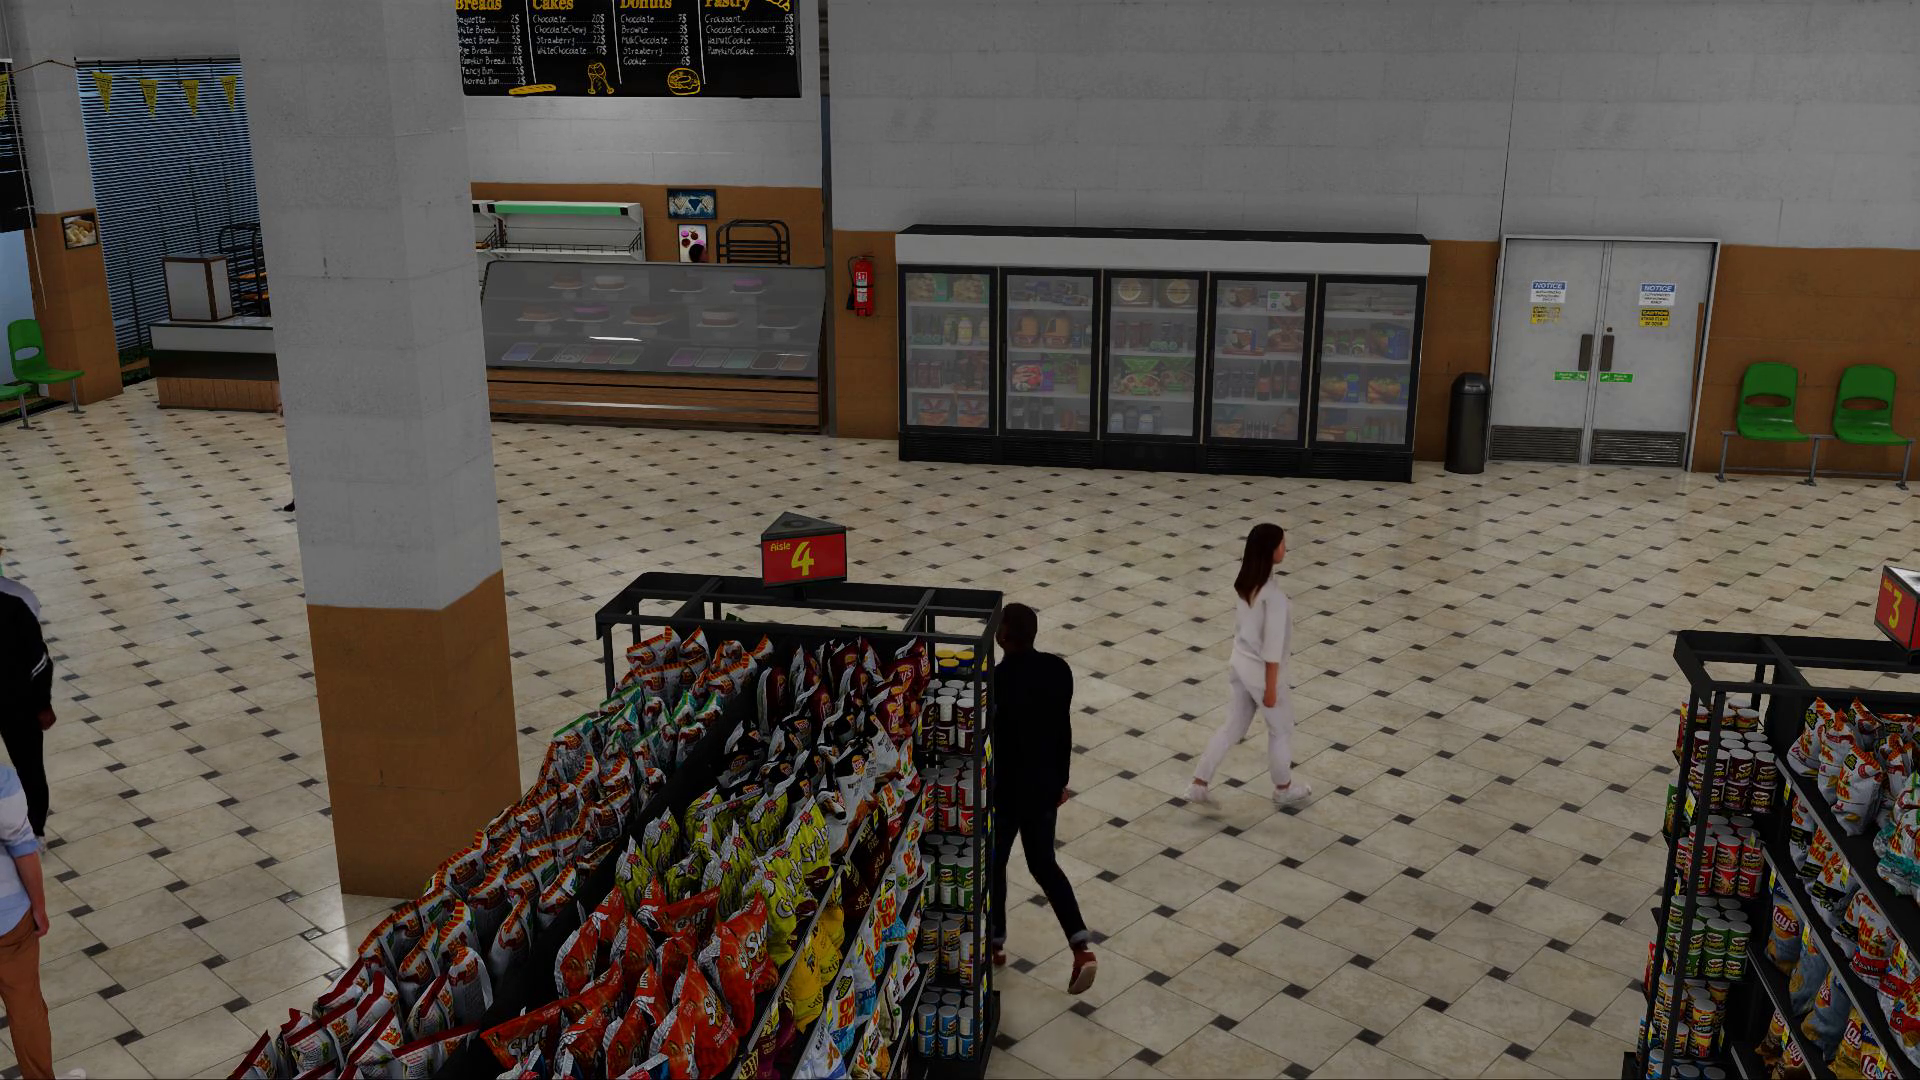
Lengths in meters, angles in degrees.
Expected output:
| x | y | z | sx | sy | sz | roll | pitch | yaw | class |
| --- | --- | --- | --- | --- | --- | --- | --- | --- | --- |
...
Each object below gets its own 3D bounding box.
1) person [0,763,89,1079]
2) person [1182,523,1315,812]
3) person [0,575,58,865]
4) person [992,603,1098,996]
| x | y | z | sx | sy | sz | roll | pitch | yaw | class |
| --- | --- | --- | --- | --- | --- | --- | --- | --- | --- |
| -3.853 | 1.427 | 6.519 | 0.739 | 1.825 | 0.646 | -1 | 17 | -4 | person |
| 1.562 | 0.734 | 9.091 | 1.040 | 1.656 | 1.080 | -8 | 18 | -24 | person |
| -4.961 | 0.788 | 8.631 | 0.796 | 1.820 | 0.809 | -4 | 17 | -12 | person |
| 0.322 | 1.176 | 7.392 | 1.127 | 1.798 | 1.210 | -10 | 20 | -31 | person |
